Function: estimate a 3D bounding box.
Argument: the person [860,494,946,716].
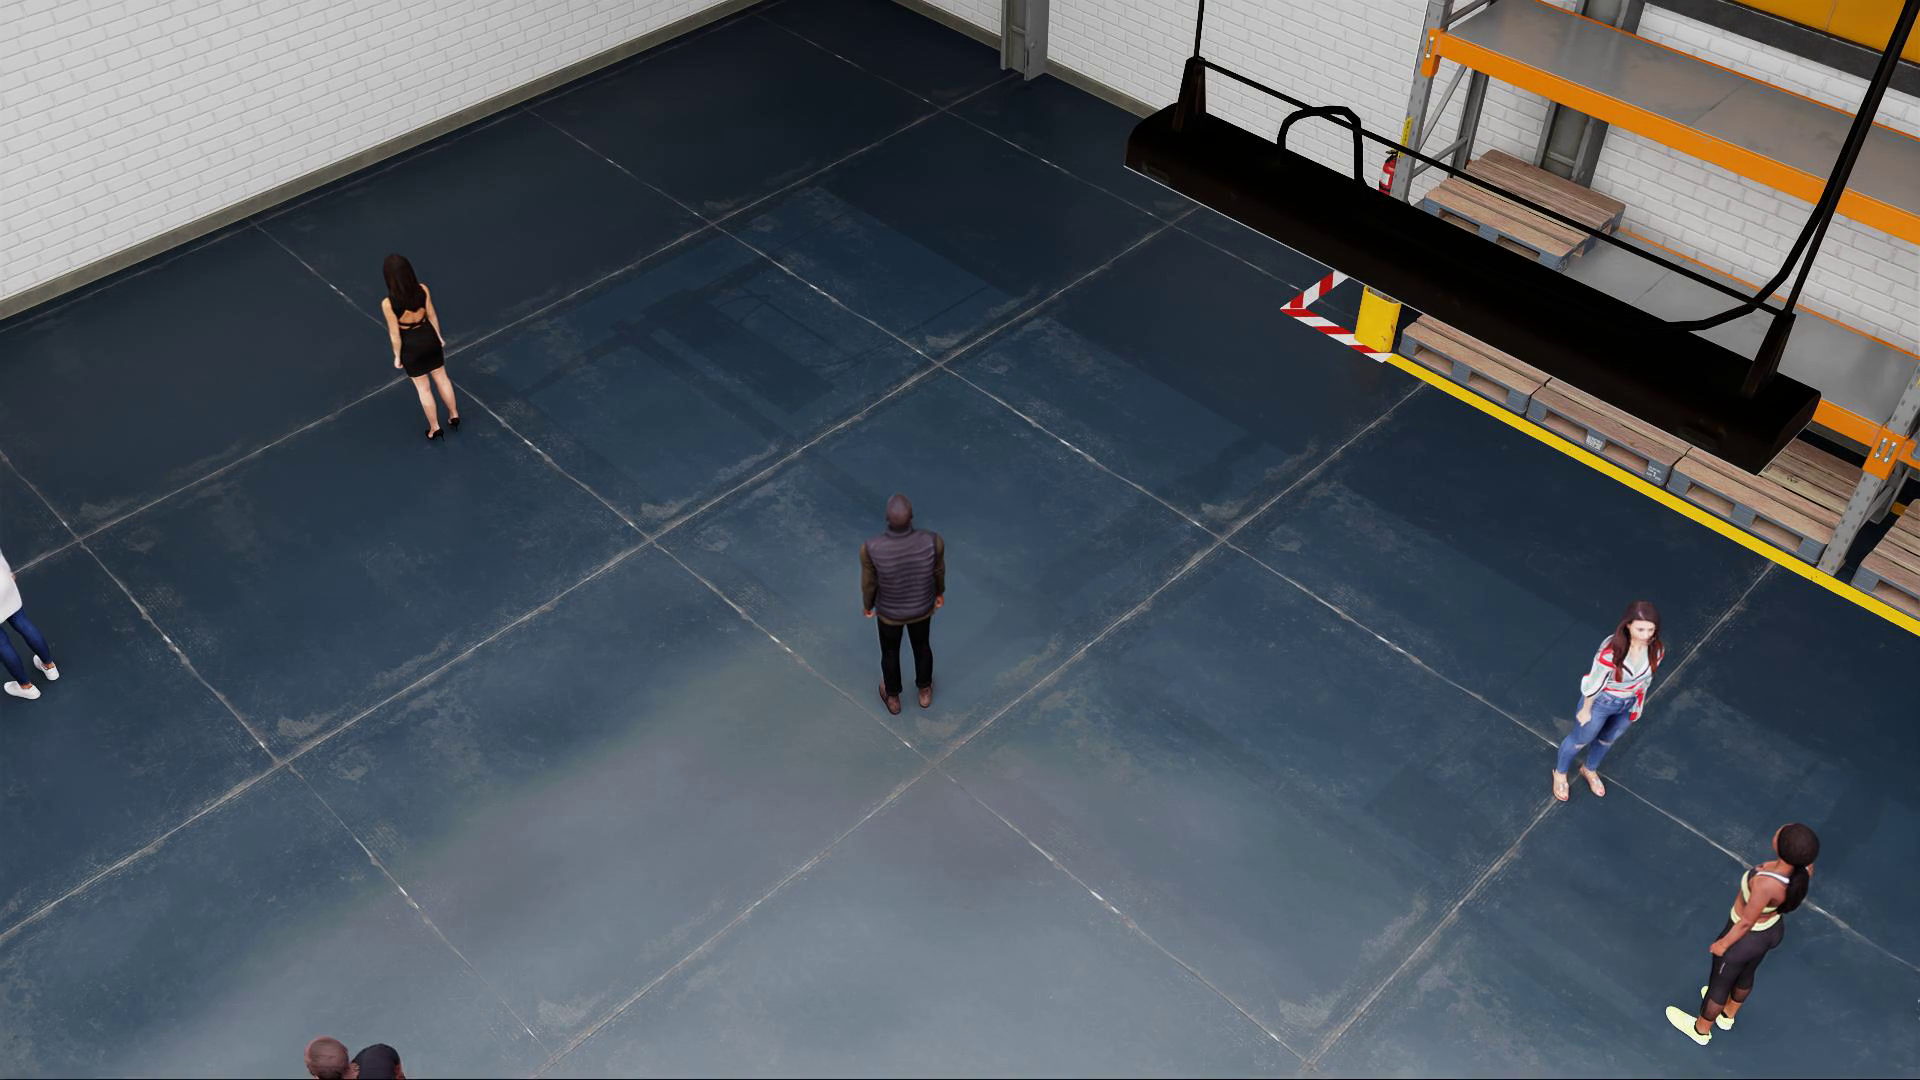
[{"bbox_3d":[-0.358,0.408,10.568,0.777,1.836,0.775,-9,44,-9],"label":"person"}]

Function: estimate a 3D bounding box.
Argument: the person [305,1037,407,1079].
[{"bbox_3d":[-2.699,2.933,7.944,1.005,1.800,0.861,18,46,18],"label":"person"}]

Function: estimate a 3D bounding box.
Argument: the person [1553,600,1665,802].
[{"bbox_3d":[3.962,0.975,10.134,0.670,1.613,0.697,-6,44,-6],"label":"person"}]

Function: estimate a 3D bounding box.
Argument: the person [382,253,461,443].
[{"bbox_3d":[-4.112,-1.455,12.659,0.569,1.648,0.488,-33,53,-30],"label":"person"}]

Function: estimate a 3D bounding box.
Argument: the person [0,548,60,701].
[{"bbox_3d":[-6.269,0.332,10.691,0.629,1.776,0.669,20,47,19],"label":"person"}]

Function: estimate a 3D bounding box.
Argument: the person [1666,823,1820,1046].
[{"bbox_3d":[4.210,2.105,8.846,0.622,1.754,0.597,-20,47,-20],"label":"person"}]
